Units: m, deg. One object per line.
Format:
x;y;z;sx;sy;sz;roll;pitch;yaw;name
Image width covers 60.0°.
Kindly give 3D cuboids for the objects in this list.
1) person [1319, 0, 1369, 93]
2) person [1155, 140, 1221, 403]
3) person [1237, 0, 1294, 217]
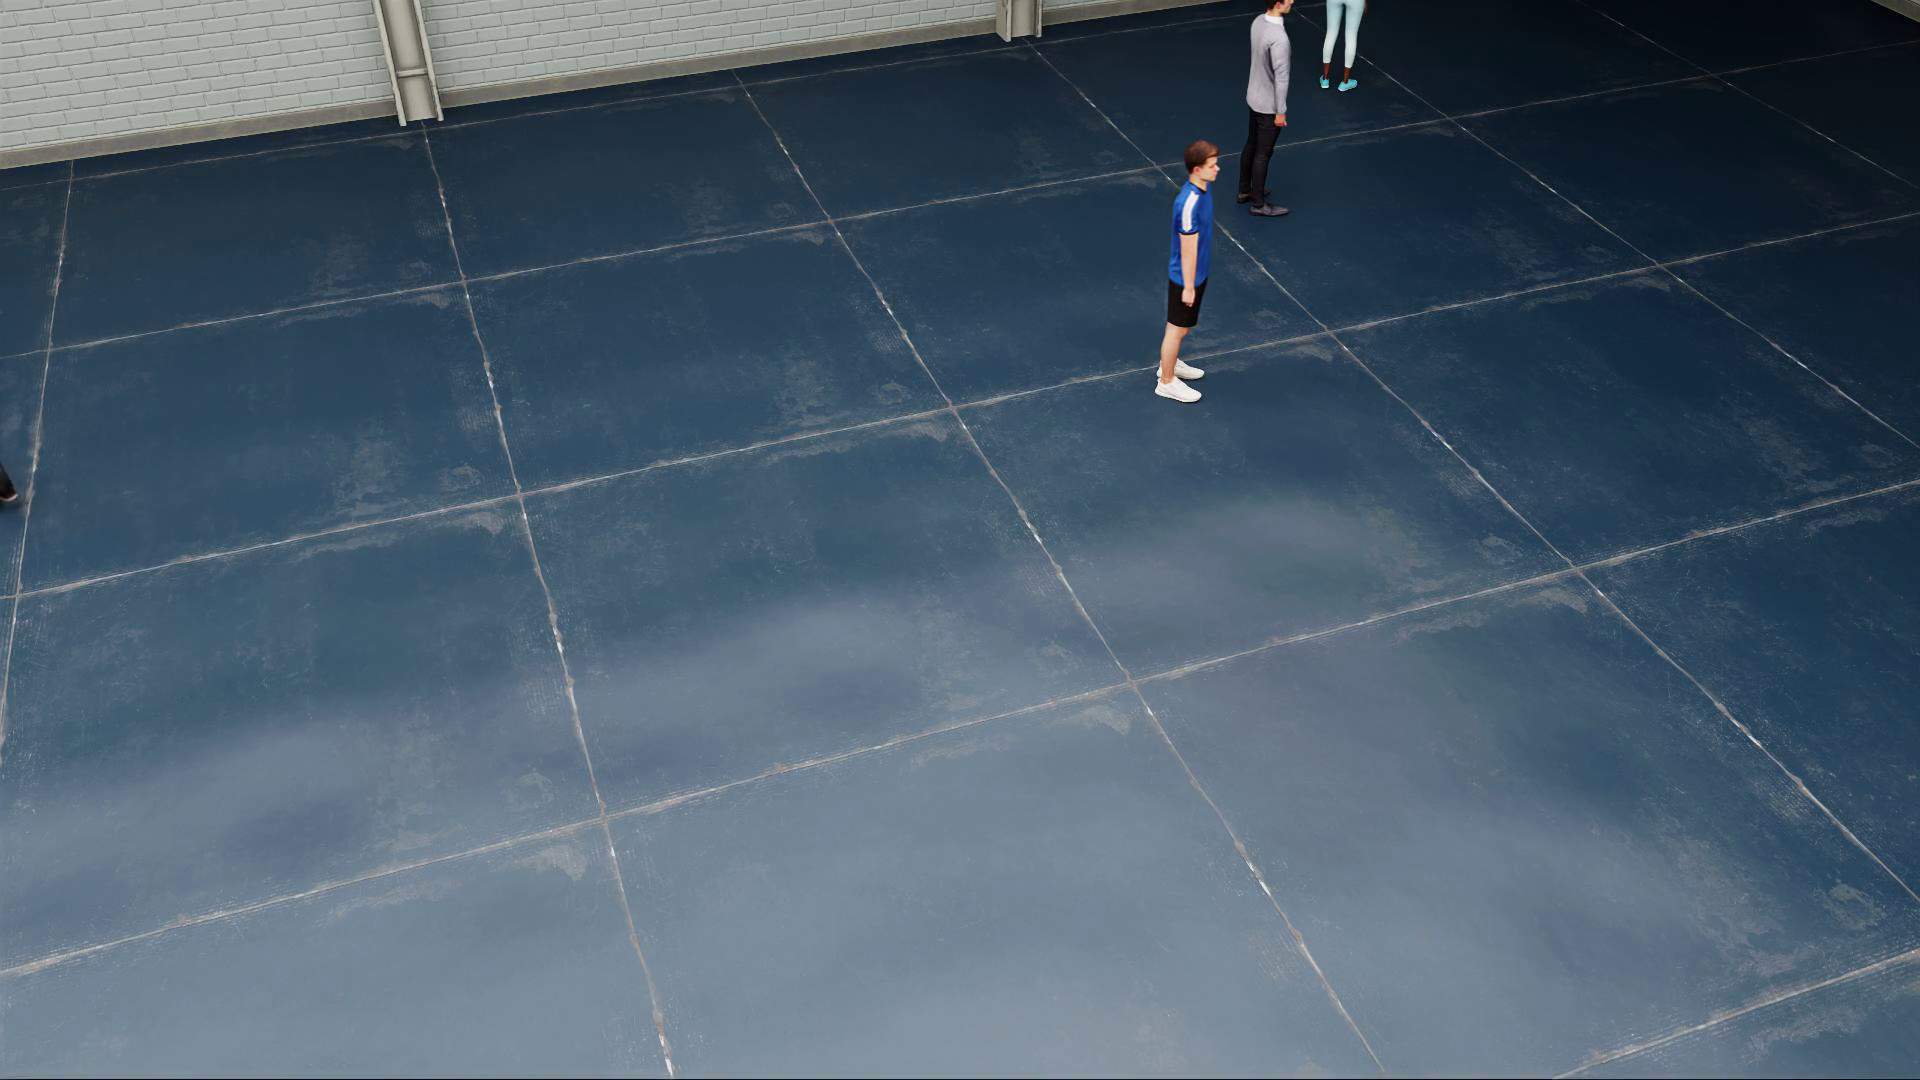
3.613;-5.074;15.548;0.649;1.724;0.711;16;41;19;person
1.550;-1.848;11.311;0.764;1.865;0.754;8;39;10;person
2.476;-3.583;13.481;0.654;1.923;0.755;-9;39;-11;person
